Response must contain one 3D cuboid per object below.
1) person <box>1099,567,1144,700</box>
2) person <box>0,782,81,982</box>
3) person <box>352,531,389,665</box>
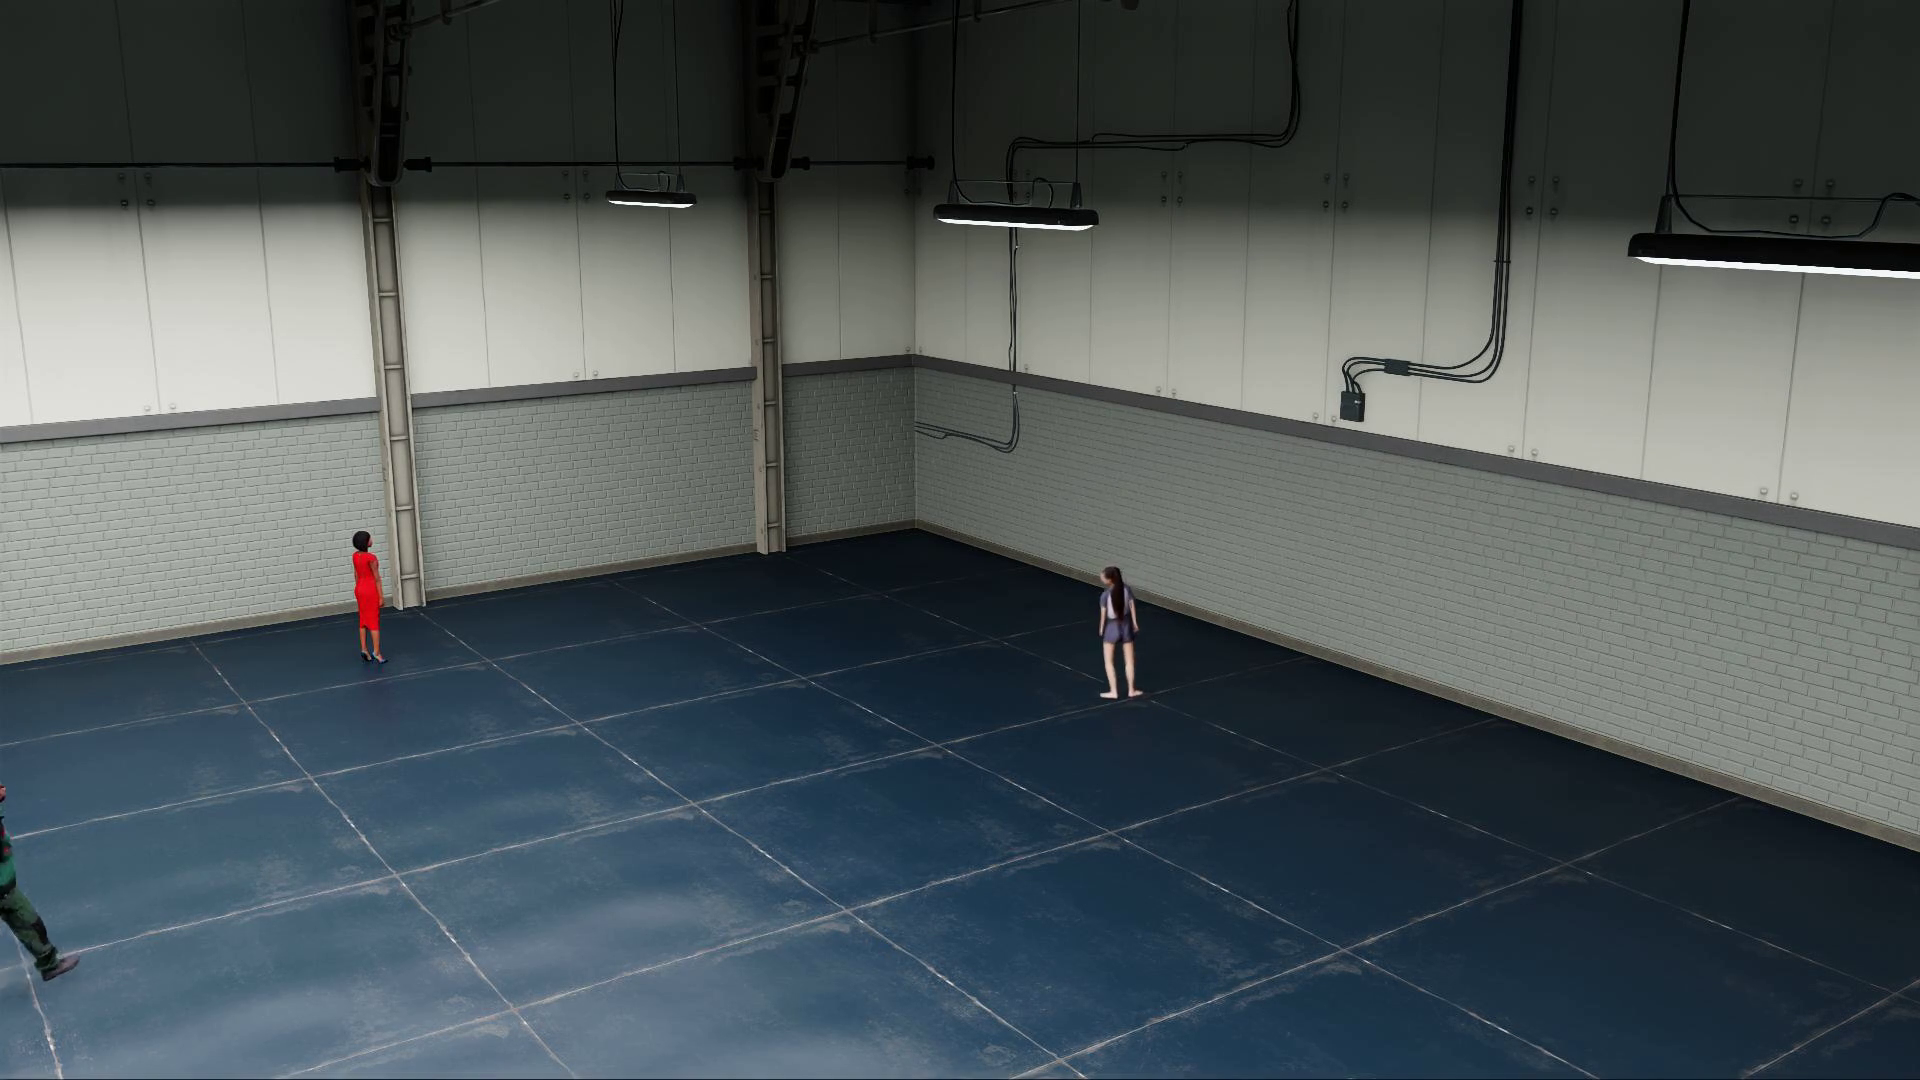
[{"bbox_3d":[1.979,1.115,20.057,0.559,1.626,0.850,-2,13,-9],"label":"person"},{"bbox_3d":[-7.546,2.719,12.775,0.875,1.787,1.306,12,18,42],"label":"person"},{"bbox_3d":[-7.640,0.733,21.448,0.641,1.743,0.636,7,15,29],"label":"person"}]
